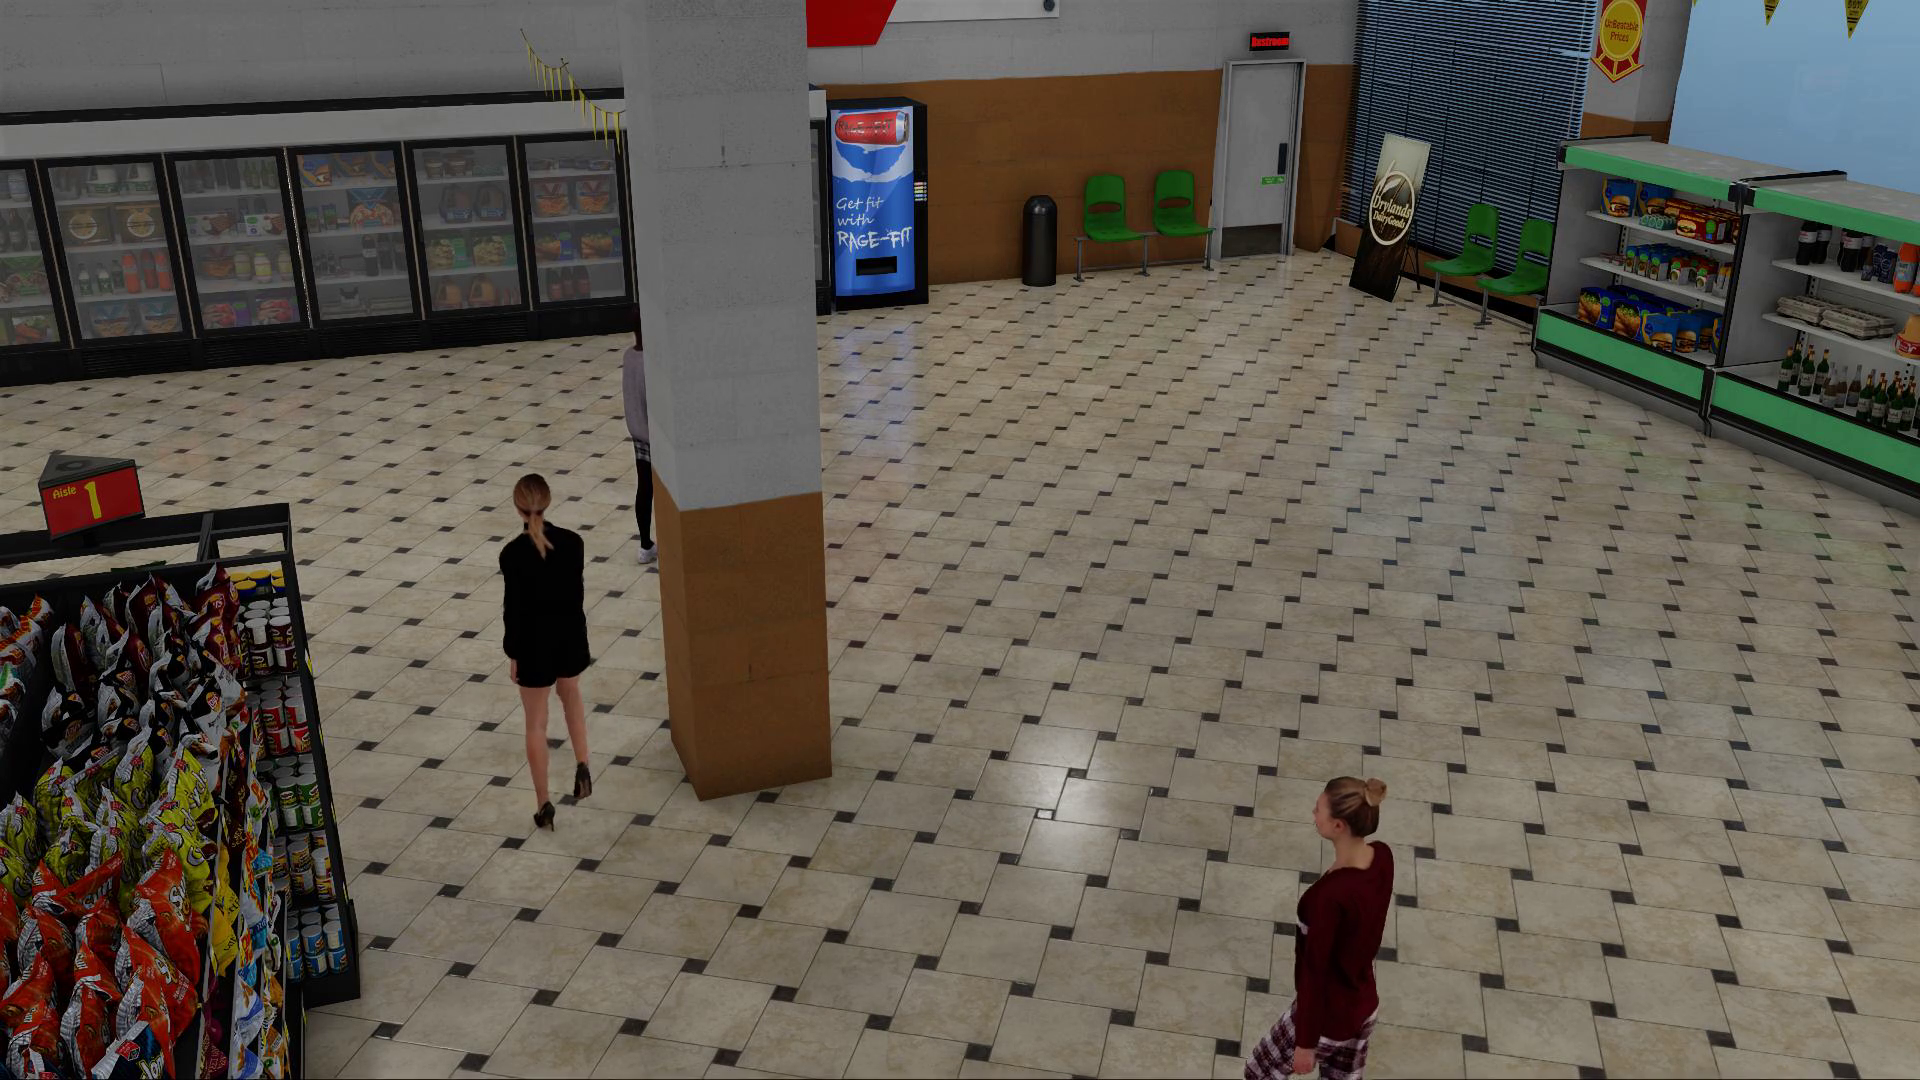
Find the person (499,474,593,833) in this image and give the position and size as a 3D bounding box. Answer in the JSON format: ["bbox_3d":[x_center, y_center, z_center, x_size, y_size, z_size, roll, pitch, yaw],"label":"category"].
[{"bbox_3d":[-1.895,0.557,7.861,0.663,1.748,0.712,-17,27,-36],"label":"person"}]

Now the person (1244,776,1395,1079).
[{"bbox_3d":[1.287,1.553,5.461,0.812,1.690,0.782,18,28,37],"label":"person"}]
